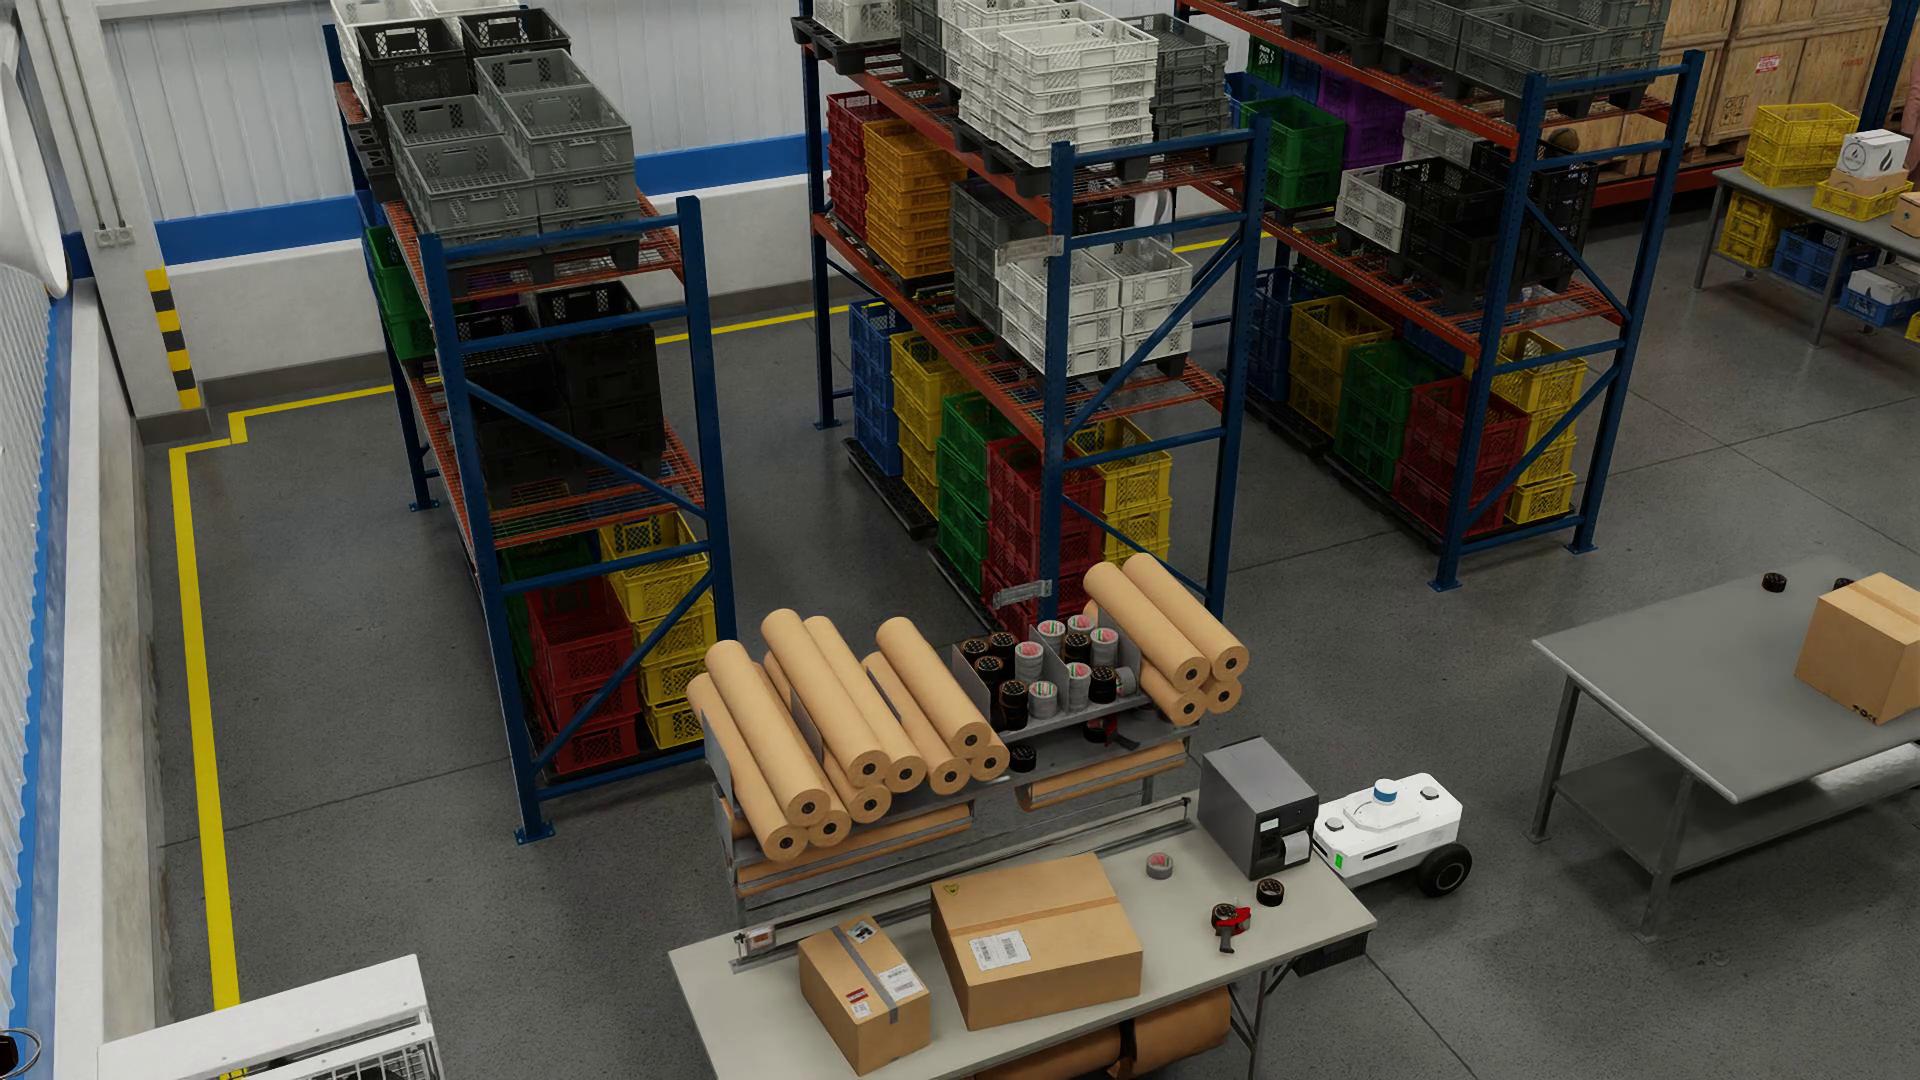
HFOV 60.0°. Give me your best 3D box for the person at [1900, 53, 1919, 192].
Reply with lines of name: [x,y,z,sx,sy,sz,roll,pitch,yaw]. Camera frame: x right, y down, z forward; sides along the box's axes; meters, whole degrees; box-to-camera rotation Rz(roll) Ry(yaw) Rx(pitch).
person: [8.256,-3.522,14.116,0.638,1.910,0.407,-13,34,-20]

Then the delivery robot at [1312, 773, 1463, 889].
delivery robot: [1.888,1.293,7.490,0.707,0.478,0.477,-13,34,-20]

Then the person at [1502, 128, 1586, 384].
person: [3.966,-1.905,11.466,0.627,1.935,0.373,-13,34,-20]

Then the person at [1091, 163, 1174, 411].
person: [1.161,-1.786,11.331,0.604,1.876,0.413,-3,32,-6]
